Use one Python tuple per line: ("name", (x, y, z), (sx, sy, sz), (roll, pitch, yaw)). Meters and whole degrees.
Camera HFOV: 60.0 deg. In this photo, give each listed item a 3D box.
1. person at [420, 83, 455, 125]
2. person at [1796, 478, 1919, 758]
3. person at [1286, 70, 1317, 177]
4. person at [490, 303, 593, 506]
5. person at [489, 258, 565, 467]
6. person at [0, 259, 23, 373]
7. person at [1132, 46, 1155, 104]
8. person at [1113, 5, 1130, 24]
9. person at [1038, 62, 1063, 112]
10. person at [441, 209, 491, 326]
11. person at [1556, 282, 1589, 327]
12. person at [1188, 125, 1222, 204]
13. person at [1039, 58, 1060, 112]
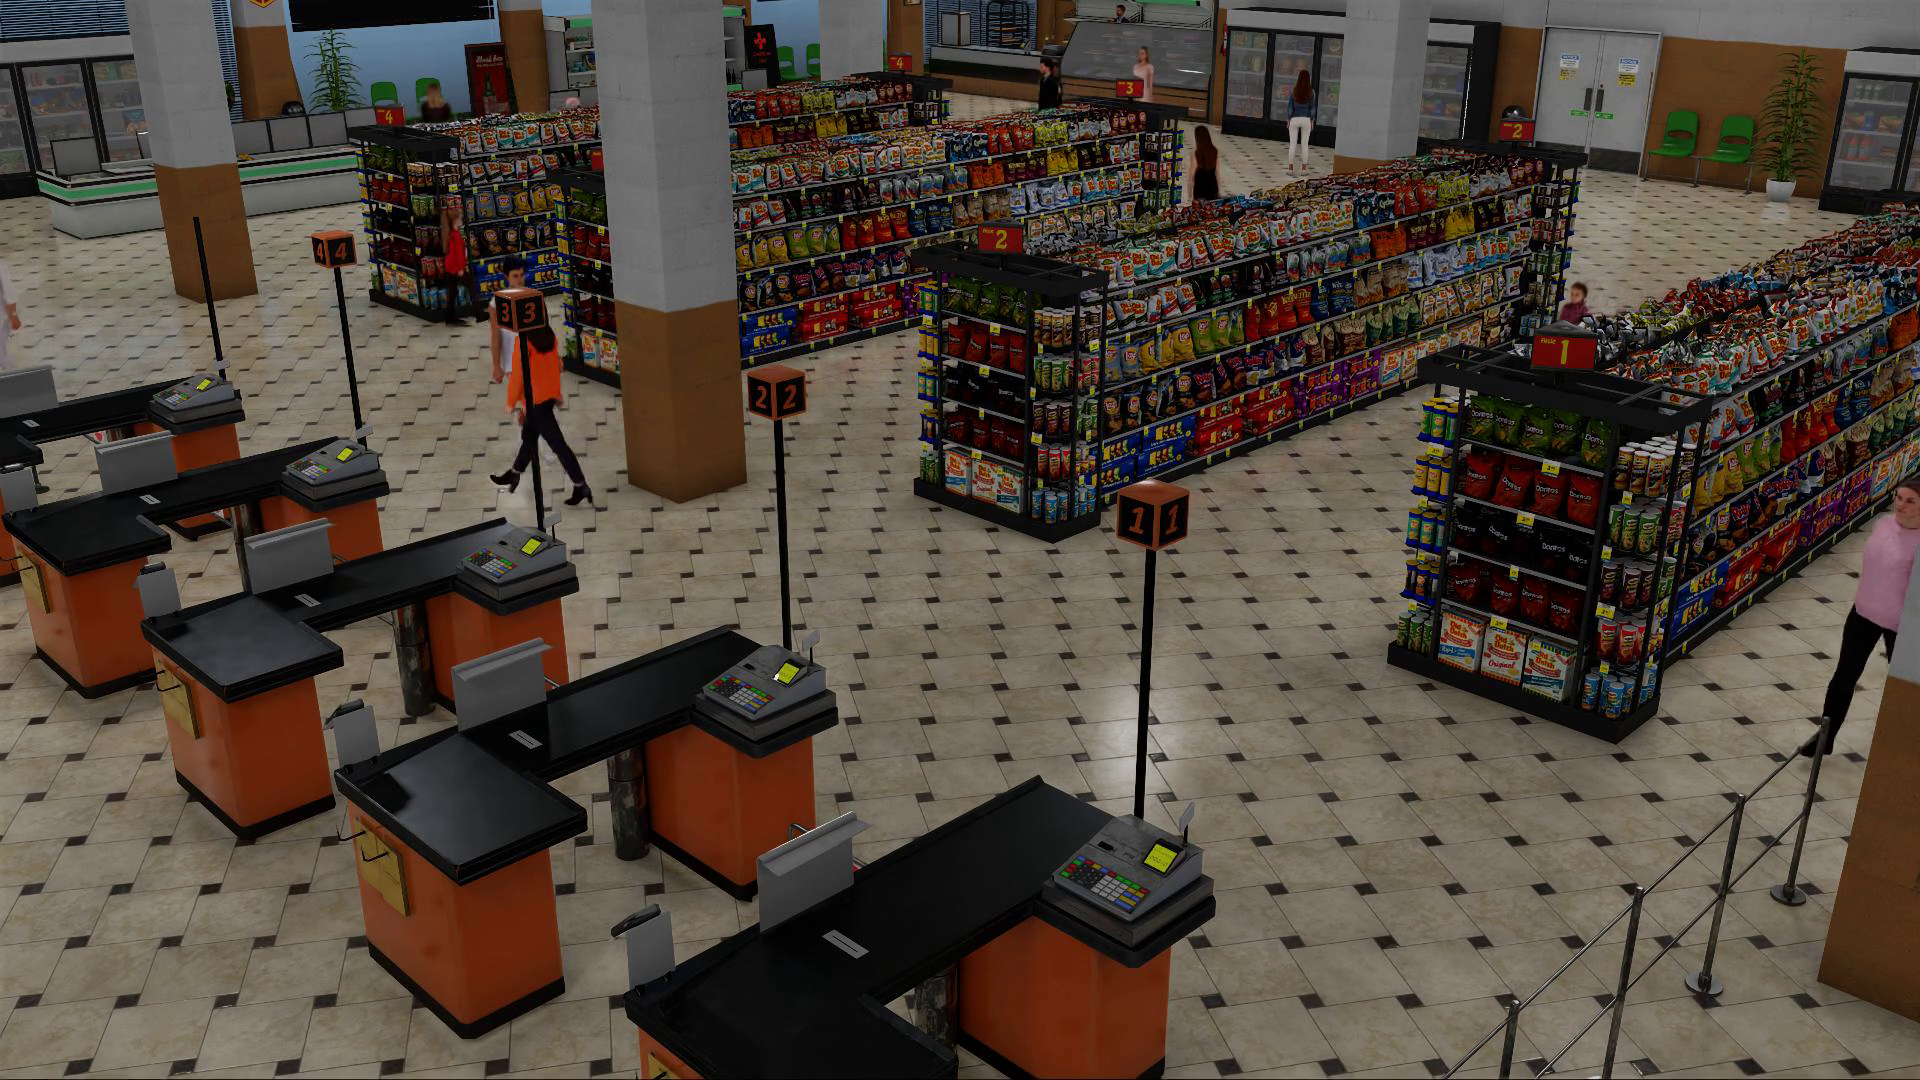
("person", (-8.045, -6.134, 25.651), (1.145, 1.642, 1.179), (0, 22, 0))
("person", (5.235, 0.450, 9.258), (1.226, 1.646, 0.908), (-9, 24, -21))
("person", (5.610, -6.875, 27.414), (0.694, 1.701, 0.701), (5, 22, 11))
("person", (-3.167, -1.044, 12.905), (1.075, 1.700, 1.174), (5, 23, 13))
("person", (-3.702, -1.501, 13.979), (0.718, 1.747, 0.983), (18, 28, 38))
("person", (-9.021, -2.117, 15.605), (0.711, 1.678, 0.738), (5, 22, 13))
("person", (3.326, -7.955, 29.946), (0.592, 1.818, 0.597), (20, 29, 40))
("person", (3.710, -11.415, 38.492), (0.553, 1.866, 0.625), (-20, 30, -41))
("person", (1.506, -7.661, 29.527), (0.914, 1.585, 1.056), (9, 24, 22))
("person", (-5.601, -2.978, 18.306), (0.800, 1.262, 0.576), (-14, 26, -31))
("person", (5.988, -2.013, 16.254), (0.445, 1.001, 0.726), (19, 29, 39))
("person", (3.158, -4.407, 21.262), (0.665, 1.709, 0.760), (-6, 23, -15))
("person", (1.559, -6.947, 27.392), (1.313, 1.853, 1.135), (-4, 22, -10))
